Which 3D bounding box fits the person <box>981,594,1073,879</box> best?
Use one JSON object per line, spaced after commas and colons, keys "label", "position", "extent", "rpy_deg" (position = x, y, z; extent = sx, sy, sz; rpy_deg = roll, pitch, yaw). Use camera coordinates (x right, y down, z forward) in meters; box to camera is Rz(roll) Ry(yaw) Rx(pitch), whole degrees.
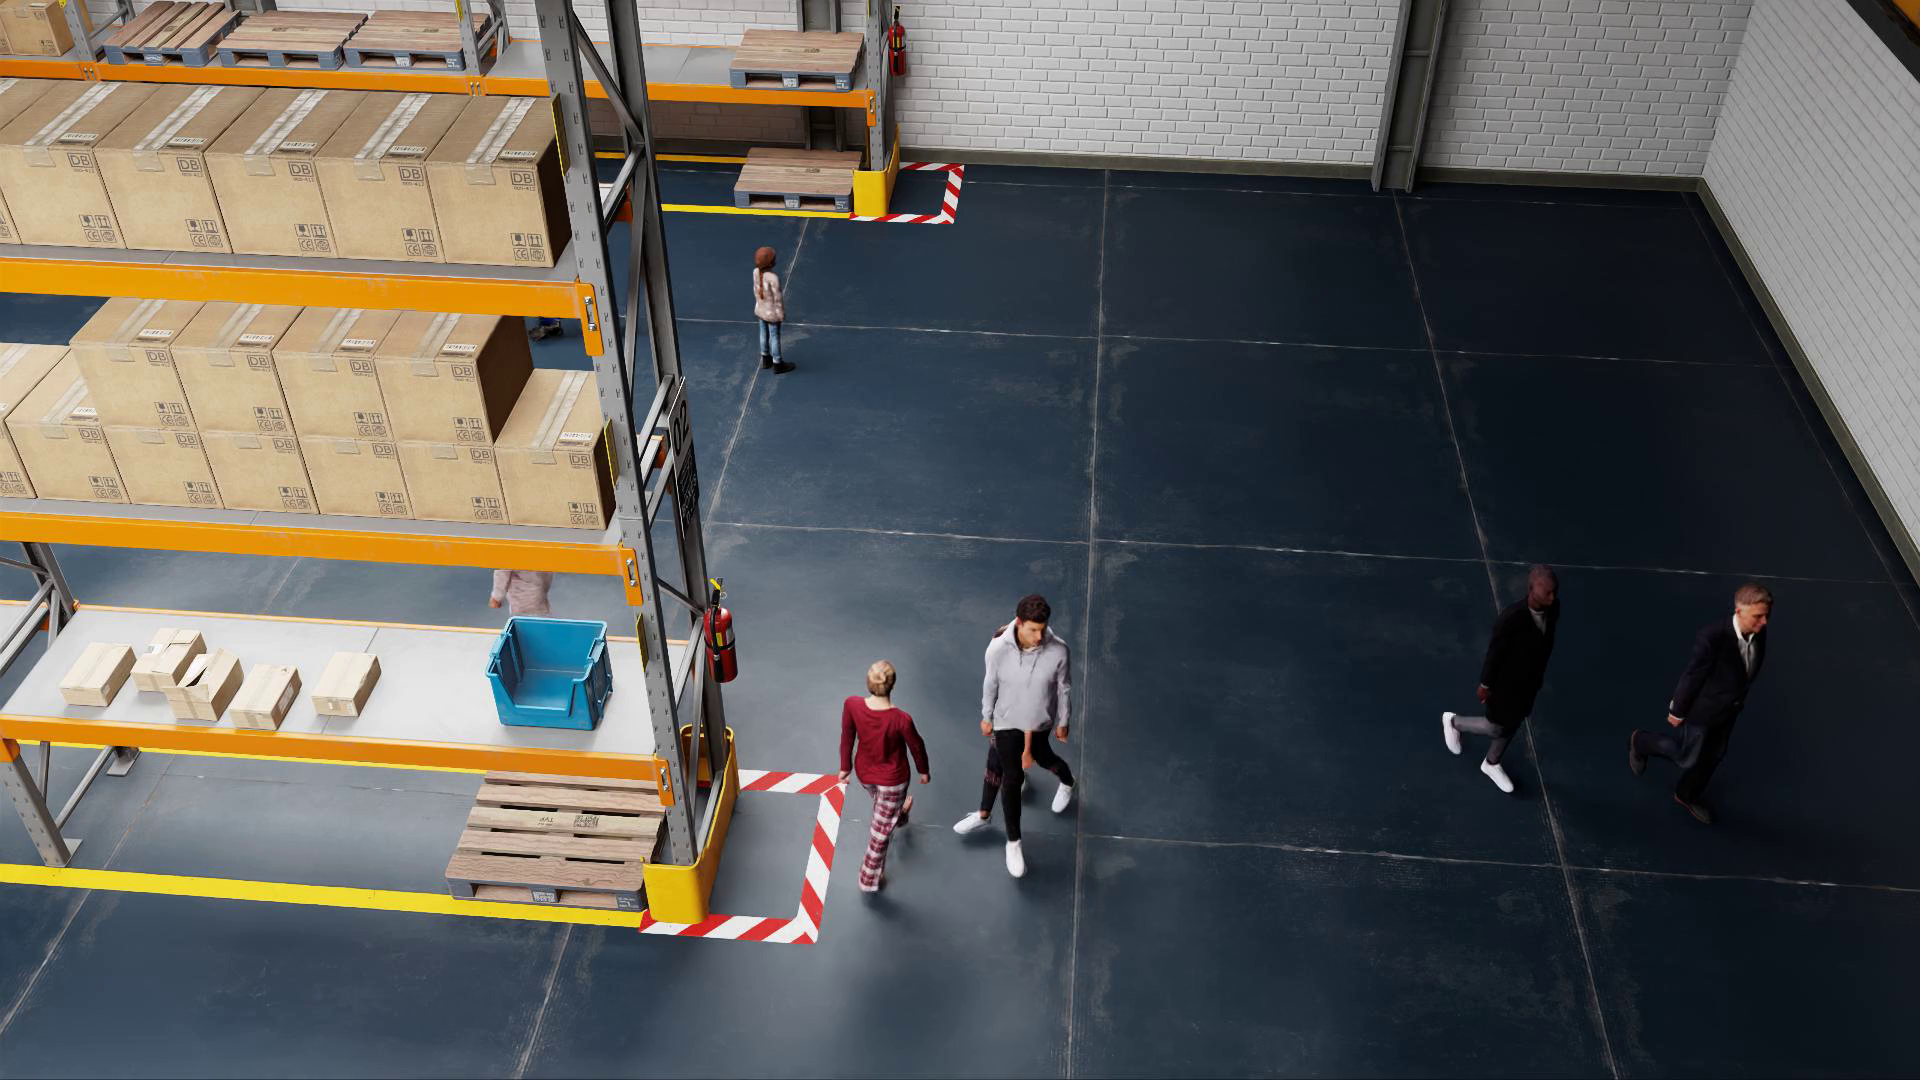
{"label": "person", "position": [0.378, 1.005, 10.069], "extent": [1.237, 1.873, 0.926], "rpy_deg": [-3, 39, -4]}

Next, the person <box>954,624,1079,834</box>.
{"label": "person", "position": [0.442, 1.093, 10.158], "extent": [1.175, 1.625, 1.053], "rpy_deg": [-25, 45, -27]}

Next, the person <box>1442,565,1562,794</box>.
{"label": "person", "position": [3.409, 0.799, 10.428], "extent": [0.916, 1.747, 0.941], "rpy_deg": [-18, 42, -22]}

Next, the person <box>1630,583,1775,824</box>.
{"label": "person", "position": [4.578, 0.933, 10.218], "extent": [0.970, 1.801, 0.984], "rpy_deg": [-16, 41, -19]}

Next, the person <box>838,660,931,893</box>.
{"label": "person", "position": [-0.491, 1.409, 9.726], "extent": [1.035, 1.670, 0.935], "rpy_deg": [16, 41, 19]}

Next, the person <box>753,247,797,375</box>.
{"label": "person", "position": [-1.652, -1.995, 14.369], "extent": [0.622, 1.194, 0.552], "rpy_deg": [-32, 48, -33]}
